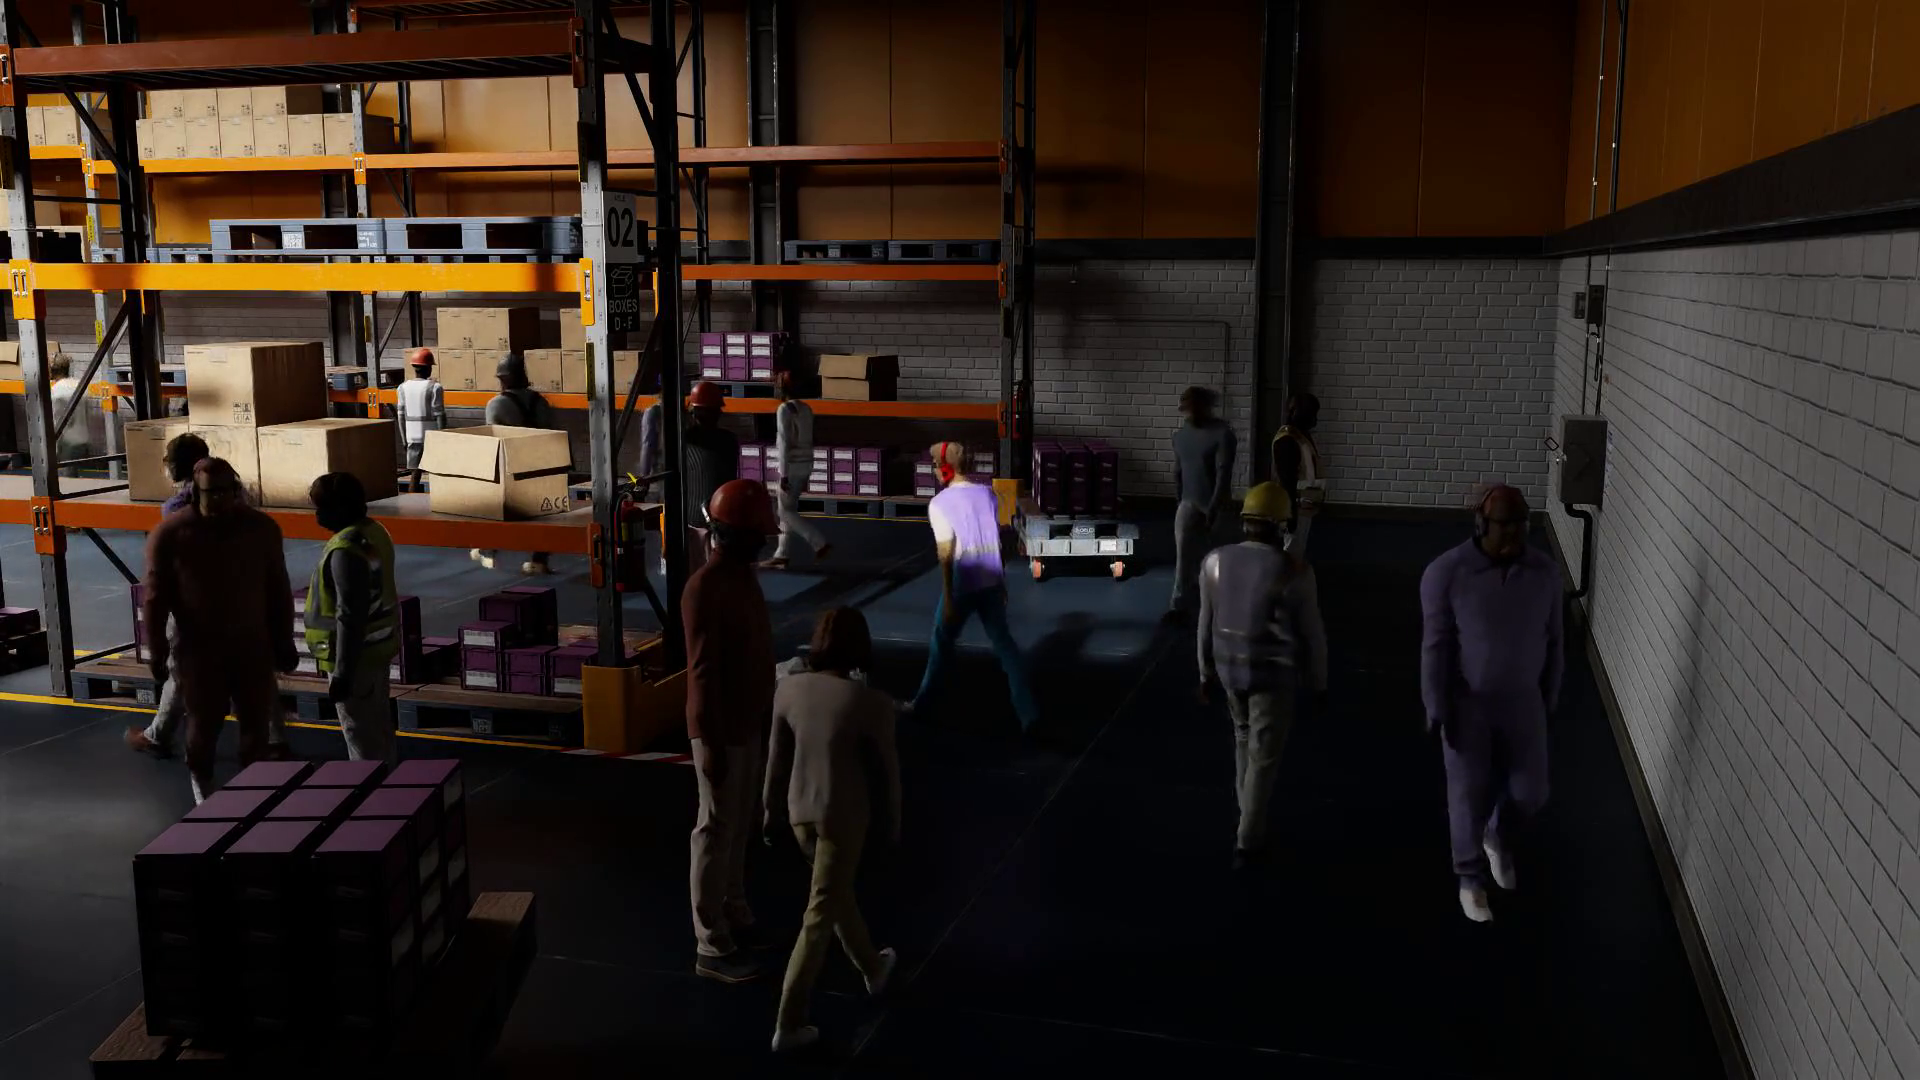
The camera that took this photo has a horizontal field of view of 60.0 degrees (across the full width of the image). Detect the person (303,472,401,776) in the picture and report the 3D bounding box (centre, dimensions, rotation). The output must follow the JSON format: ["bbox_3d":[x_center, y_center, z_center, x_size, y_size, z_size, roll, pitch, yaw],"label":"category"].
[{"bbox_3d":[-2.945,0.579,8.076,0.430,1.838,0.619,-1,9,-7],"label":"person"}]

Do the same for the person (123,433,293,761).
[{"bbox_3d":[-4.275,0.335,9.423,1.009,1.888,0.642,3,10,16],"label":"person"}]

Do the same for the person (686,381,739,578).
[{"bbox_3d":[-1.827,-0.156,12.065,0.613,1.994,0.395,-9,13,-44],"label":"person"}]

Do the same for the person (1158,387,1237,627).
[{"bbox_3d":[1.916,-0.274,13.170,0.619,1.878,1.044,7,12,38],"label":"person"}]

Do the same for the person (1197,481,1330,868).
[{"bbox_3d":[1.490,0.617,7.918,0.608,1.811,0.696,8,13,42],"label":"person"}]

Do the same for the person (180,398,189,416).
[{"bbox_3d":[-5.942,-0.235,13.124,0.507,1.806,0.981,-1,9,-7],"label":"person"}]

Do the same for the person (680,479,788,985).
[{"bbox_3d":[-0.891,0.742,6.620,0.394,1.985,0.608,2,9,10],"label":"person"}]

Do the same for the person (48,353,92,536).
[{"bbox_3d":[-9.256,-0.987,17.369,0.526,1.925,0.630,0,9,-2],"label":"person"}]

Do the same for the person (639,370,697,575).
[{"bbox_3d":[-2.466,-0.575,14.850,0.827,1.913,0.651,6,11,34],"label":"person"}]

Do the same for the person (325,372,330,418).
[{"bbox_3d":[-7.856,-1.402,20.007,0.356,1.883,0.574,8,12,39],"label":"person"}]

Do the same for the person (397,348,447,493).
[{"bbox_3d":[-5.782,-1.097,17.977,0.547,1.938,0.379,2,10,14],"label":"person"}]

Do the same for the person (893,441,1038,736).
[{"bbox_3d":[0.081,0.292,10.006,0.625,1.784,1.024,-9,13,-44],"label":"person"}]

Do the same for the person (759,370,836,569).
[{"bbox_3d":[-1.506,-0.618,15.256,0.841,1.868,0.675,4,10,21],"label":"person"}]

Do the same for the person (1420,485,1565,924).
[{"bbox_3d":[2.298,0.696,7.192,0.642,1.893,0.451,0,9,-1],"label":"person"}]

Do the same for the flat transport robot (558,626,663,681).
[{"bbox_3d":[-2.583,0.773,11.646,1.431,0.197,0.652,3,10,17],"label":"flat transport robot"}]

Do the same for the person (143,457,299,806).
[{"bbox_3d":[-3.702,0.508,8.348,0.687,1.885,0.464,-7,12,-36],"label":"person"}]

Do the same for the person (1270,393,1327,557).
[{"bbox_3d":[2.640,-0.230,13.003,0.429,1.838,0.622,4,10,21],"label":"person"}]

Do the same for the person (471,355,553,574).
[{"bbox_3d":[-4.158,-0.721,15.371,0.956,2.000,0.711,8,12,40],"label":"person"}]

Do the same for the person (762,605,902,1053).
[{"bbox_3d":[-0.463,1.023,6.112,0.513,1.578,0.849,6,11,32],"label":"person"}]

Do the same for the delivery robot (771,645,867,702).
[{"bbox_3d":[-0.912,0.870,9.908,0.707,0.478,0.477,-1,9,-8],"label":"delivery robot"}]
